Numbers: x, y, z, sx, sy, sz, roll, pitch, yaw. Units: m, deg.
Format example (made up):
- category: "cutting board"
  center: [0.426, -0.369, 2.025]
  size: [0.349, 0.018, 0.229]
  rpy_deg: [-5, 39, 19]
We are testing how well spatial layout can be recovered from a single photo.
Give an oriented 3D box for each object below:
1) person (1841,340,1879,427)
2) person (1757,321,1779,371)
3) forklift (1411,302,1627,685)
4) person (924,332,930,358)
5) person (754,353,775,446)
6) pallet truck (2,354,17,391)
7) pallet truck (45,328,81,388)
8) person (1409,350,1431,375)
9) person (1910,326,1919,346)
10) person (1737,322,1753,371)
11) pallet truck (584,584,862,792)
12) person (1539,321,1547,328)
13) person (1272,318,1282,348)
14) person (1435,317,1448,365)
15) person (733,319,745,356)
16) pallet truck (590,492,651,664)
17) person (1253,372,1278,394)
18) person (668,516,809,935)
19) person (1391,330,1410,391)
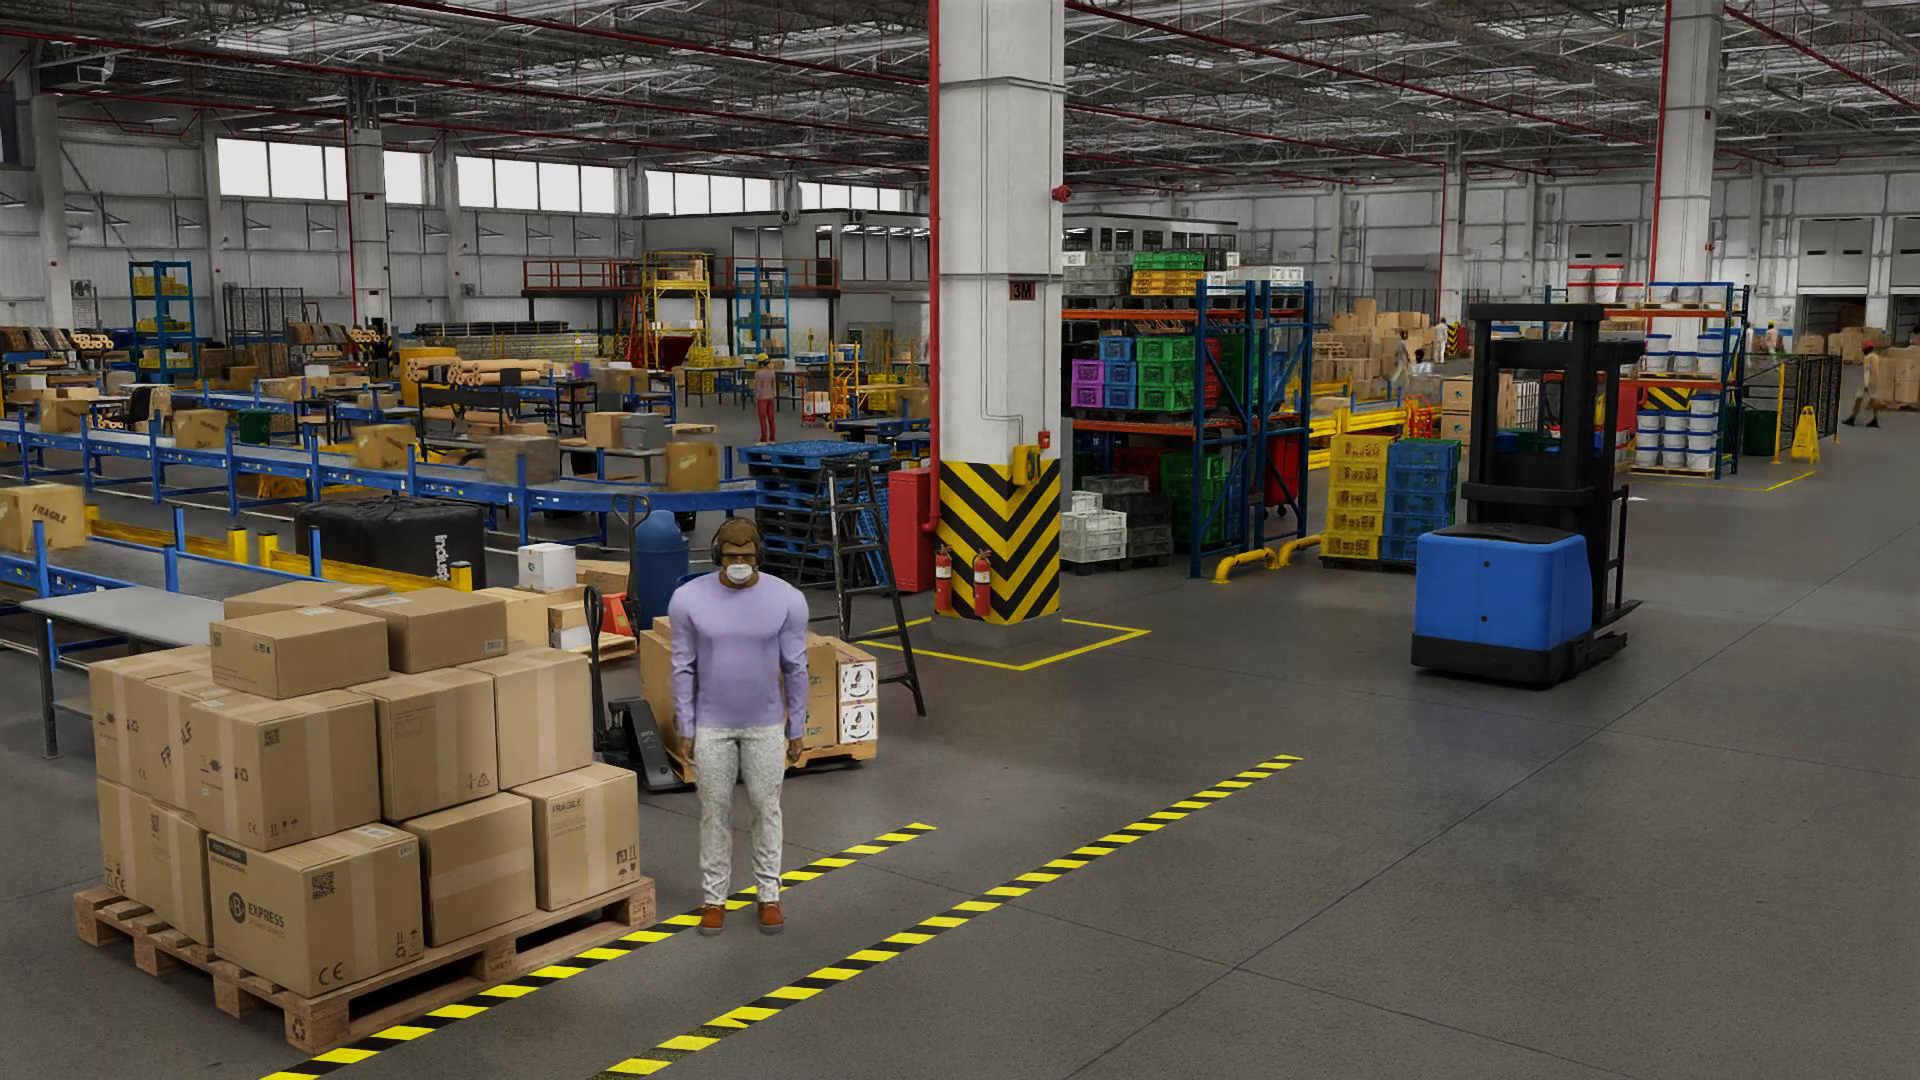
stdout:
- category: "person"
  center: [19.690, -3.408, 36.183]
  size: [0.545, 1.886, 0.903]
  rpy_deg: [-5, 10, -29]
- category: "person"
  center: [30.286, -7.267, 62.262]
  size: [0.593, 1.875, 0.984]
  rpy_deg: [-5, 10, -29]
- category: "forklift"
  center: [4.379, -0.438, 12.852]
  size: [1.129, 2.768, 1.873]
  rpy_deg: [7, 11, 37]
- category: "person"
  center: [-0.775, -6.098, 53.982]
  size: [0.621, 2.008, 1.004]
  rpy_deg: [-5, 10, -28]
- category: "person"
  center: [-3.715, -2.660, 31.570]
  size: [0.308, 1.769, 0.525]
  rpy_deg: [6, 11, 36]
- category: "pallet truck"
  center: [-24.881, -4.417, 42.634]
  size: [1.885, 1.965, 0.823]
  rpy_deg: [8, 11, 41]
- category: "pallet truck"
  center: [-23.775, -4.544, 43.495]
  size: [1.885, 1.965, 0.823]
  rpy_deg: [6, 10, 35]
- category: "person"
  center: [10.127, -3.380, 36.794]
  size: [0.552, 1.644, 0.897]
  rpy_deg: [7, 11, 41]
- category: "person"
  center: [35.698, -7.130, 62.009]
  size: [0.526, 1.673, 0.777]
  rpy_deg: [-1, 9, -9]
- category: "person"
  center: [29.325, -7.245, 62.298]
  size: [0.652, 1.818, 0.703]
  rpy_deg: [-7, 11, -38]
- category: "pallet truck"
  center: [-1.426, 0.805, 10.019]
  size: [1.601, 1.201, 0.680]
  rpy_deg: [-4, 9, -26]
- category: "person"
  center: [27.336, -9.649, 78.147]
  size: [0.575, 1.924, 0.415]
  rpy_deg: [-6, 11, -37]
- category: "person"
  center: [13.876, -8.831, 72.913]
  size: [0.429, 1.842, 0.634]
  rpy_deg: [2, 9, 15]
- category: "person"
  center: [19.578, -8.087, 67.625]
  size: [0.379, 1.931, 0.625]
  rpy_deg: [-4, 10, -28]
- category: "person"
  center: [-8.979, -8.015, 67.337]
  size: [0.477, 1.869, 0.579]
  rpy_deg: [6, 11, 37]
- category: "pallet truck"
  center: [-3.115, 0.344, 12.883]
  size: [0.653, 1.274, 1.630]
  rpy_deg: [7, 11, 37]
- category: "person"
  center: [5.524, -2.523, 30.571]
  size: [0.621, 1.779, 0.915]
  rpy_deg: [6, 11, 37]
- category: "person"
  center: [-0.985, 0.838, 7.486]
  size: [0.623, 1.925, 0.390]
  rpy_deg: [-1, 8, -5]
- category: "person"
  center: [13.088, -5.283, 49.125]
  size: [0.997, 1.811, 0.546]
  rpy_deg: [-1, 9, -7]
